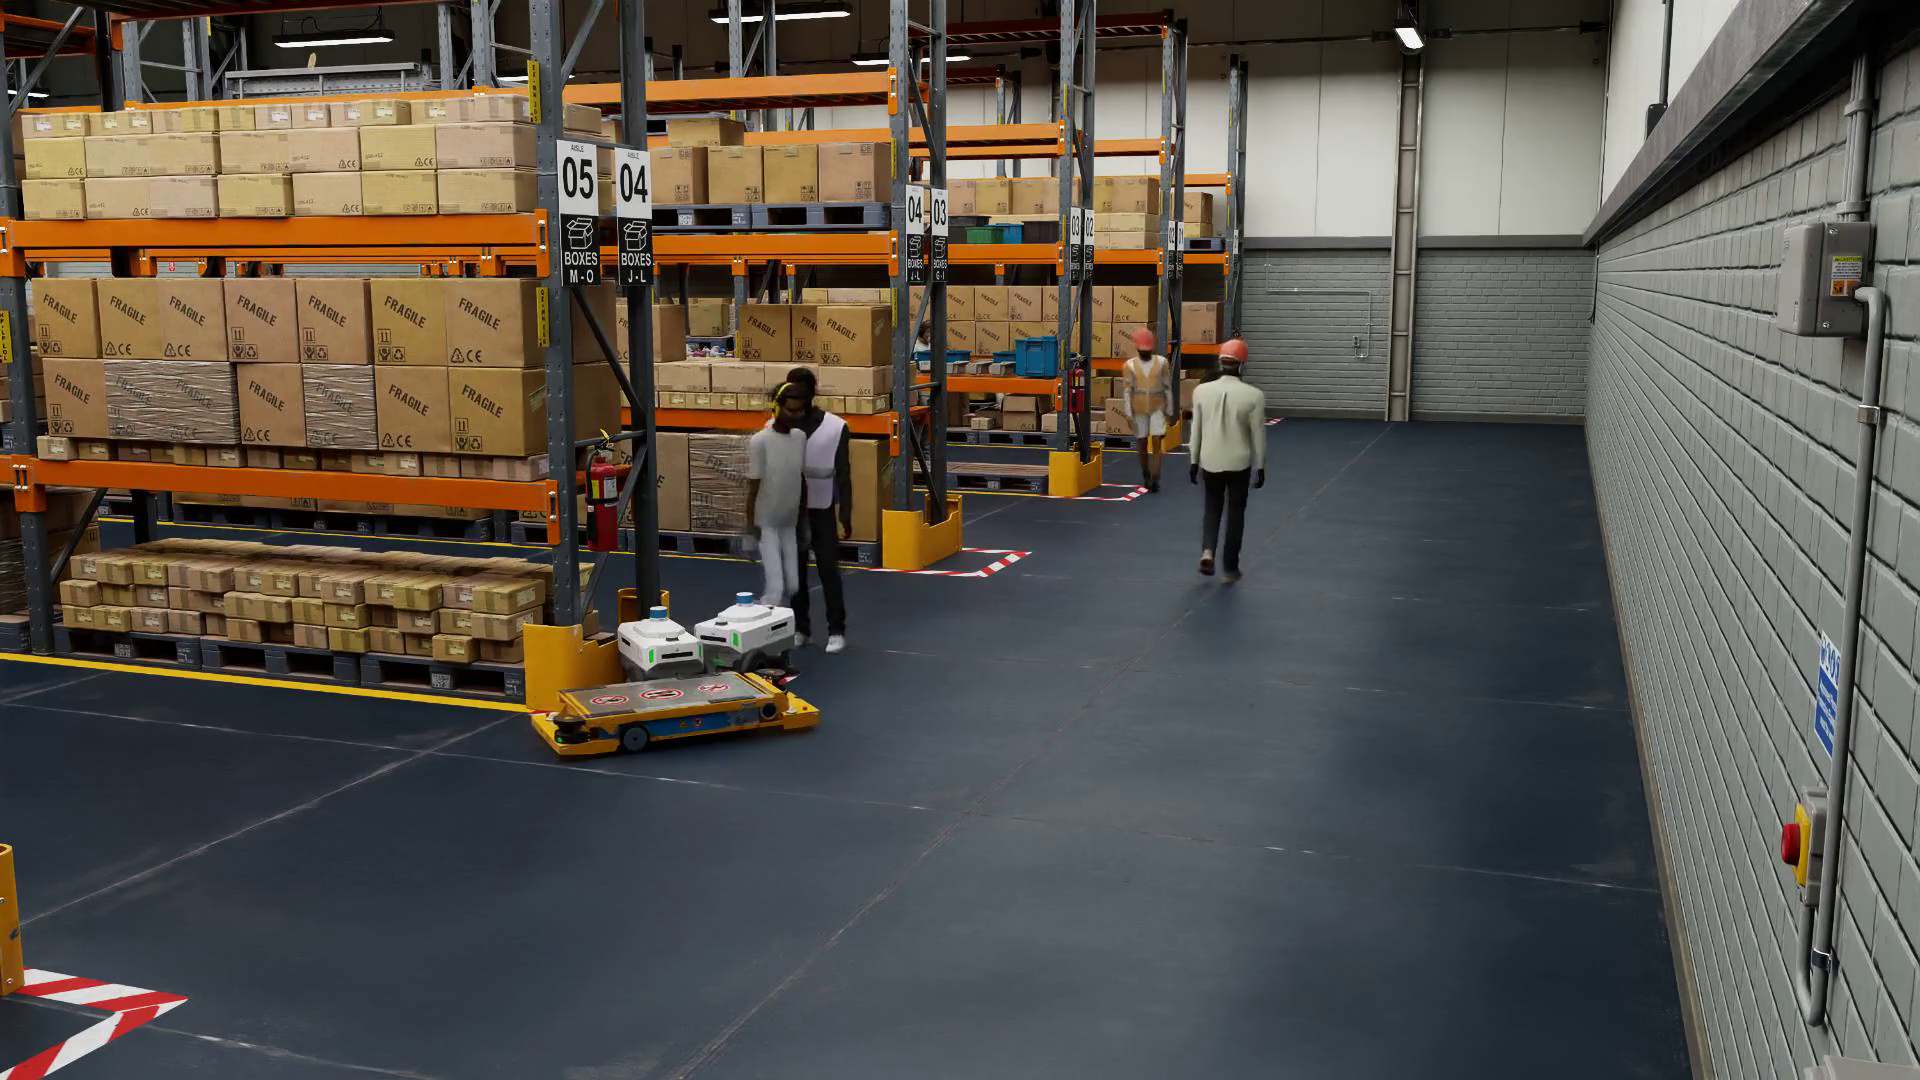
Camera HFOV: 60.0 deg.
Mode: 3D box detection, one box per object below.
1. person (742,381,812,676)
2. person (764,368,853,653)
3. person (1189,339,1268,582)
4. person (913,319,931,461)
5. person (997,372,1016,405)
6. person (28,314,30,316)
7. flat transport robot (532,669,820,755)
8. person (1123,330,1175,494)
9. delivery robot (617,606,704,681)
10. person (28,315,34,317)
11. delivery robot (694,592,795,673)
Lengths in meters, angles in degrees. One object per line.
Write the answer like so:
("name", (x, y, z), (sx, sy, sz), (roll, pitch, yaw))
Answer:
("person", (-1.212, -0.090, 10.521), (0.652, 1.844, 0.594), (8, 12, 40))
("person", (-0.997, -0.190, 10.993), (0.605, 1.895, 0.439), (2, 9, 10))
("person", (2.179, -0.633, 13.465), (0.641, 1.974, 0.446), (4, 10, 26))
("person", (-0.452, -1.805, 20.911), (0.372, 1.938, 0.630), (5, 10, 26))
("person", (0.758, -2.977, 28.392), (0.583, 1.882, 0.337), (-7, 11, -36))
("person", (-20.685, -4.368, 36.830), (0.723, 1.974, 0.609), (3, 10, 21))
("flat transport robot", (-1.549, 0.922, 9.072), (1.431, 0.197, 0.652), (-5, 10, -26))
("person", (2.165, -1.463, 19.023), (0.613, 1.855, 1.006), (1, 9, 6))
("delivery robot", (-1.755, 0.631, 9.712), (0.477, 0.478, 0.707), (-4, 10, -26))
("person", (-14.099, -2.511, 25.524), (0.603, 1.864, 0.644), (4, 10, 26))
("delivery robot", (-1.306, 0.563, 10.139), (0.477, 0.478, 0.707), (4, 10, 25))
